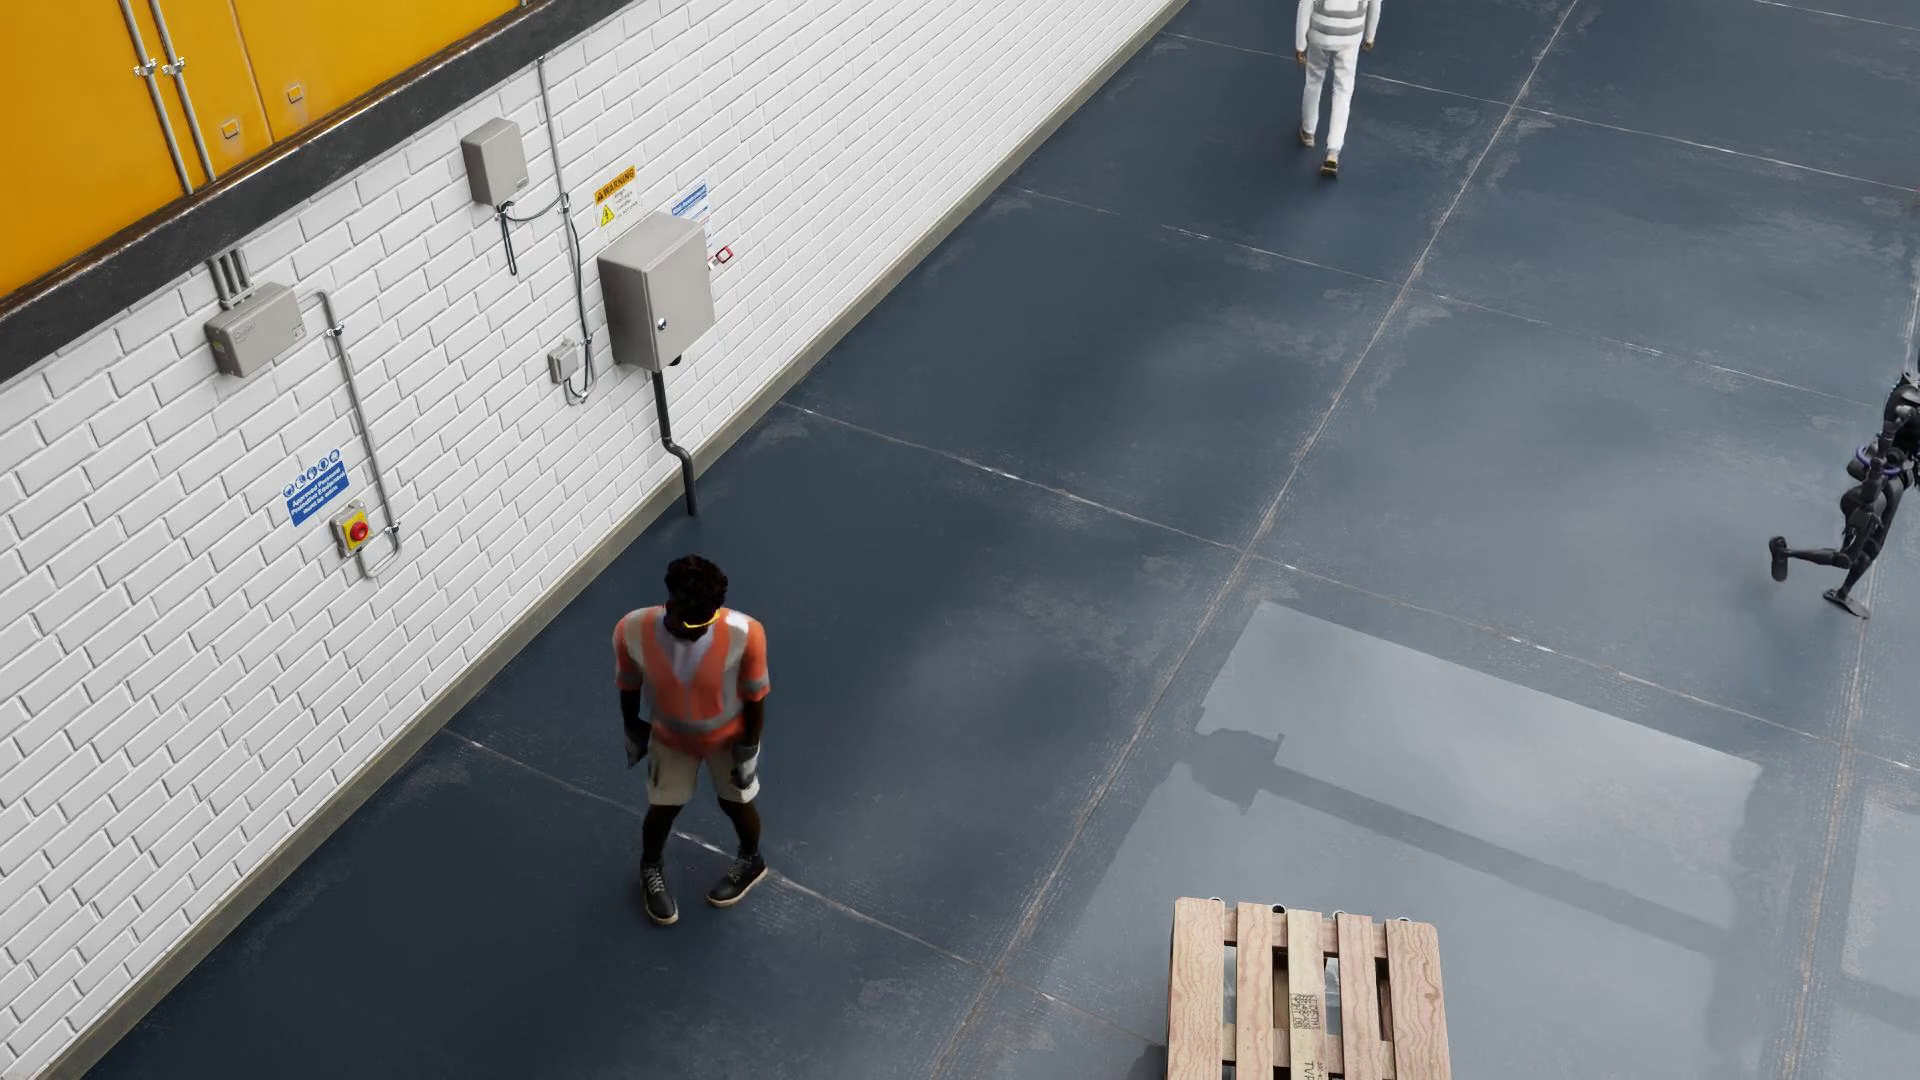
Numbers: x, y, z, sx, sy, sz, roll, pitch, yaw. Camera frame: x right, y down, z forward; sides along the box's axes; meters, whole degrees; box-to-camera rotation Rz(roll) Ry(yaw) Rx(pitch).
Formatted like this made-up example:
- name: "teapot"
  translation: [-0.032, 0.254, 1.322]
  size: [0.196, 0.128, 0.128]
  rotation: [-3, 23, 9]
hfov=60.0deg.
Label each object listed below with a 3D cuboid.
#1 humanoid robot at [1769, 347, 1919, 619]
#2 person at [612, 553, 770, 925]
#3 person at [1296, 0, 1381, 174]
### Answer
- name: "humanoid robot"
  translation: [4.482, -0.338, 8.161]
  size: [0.587, 1.644, 0.499]
  rotation: [-28, 48, -29]
- name: "person"
  translation: [-1.065, 0.787, 6.660]
  size: [0.647, 1.927, 0.454]
  rotation: [2, 41, 2]
- name: "person"
  translation: [2.642, -3.530, 11.723]
  size: [0.573, 1.849, 0.880]
  rotation: [7, 41, 8]
